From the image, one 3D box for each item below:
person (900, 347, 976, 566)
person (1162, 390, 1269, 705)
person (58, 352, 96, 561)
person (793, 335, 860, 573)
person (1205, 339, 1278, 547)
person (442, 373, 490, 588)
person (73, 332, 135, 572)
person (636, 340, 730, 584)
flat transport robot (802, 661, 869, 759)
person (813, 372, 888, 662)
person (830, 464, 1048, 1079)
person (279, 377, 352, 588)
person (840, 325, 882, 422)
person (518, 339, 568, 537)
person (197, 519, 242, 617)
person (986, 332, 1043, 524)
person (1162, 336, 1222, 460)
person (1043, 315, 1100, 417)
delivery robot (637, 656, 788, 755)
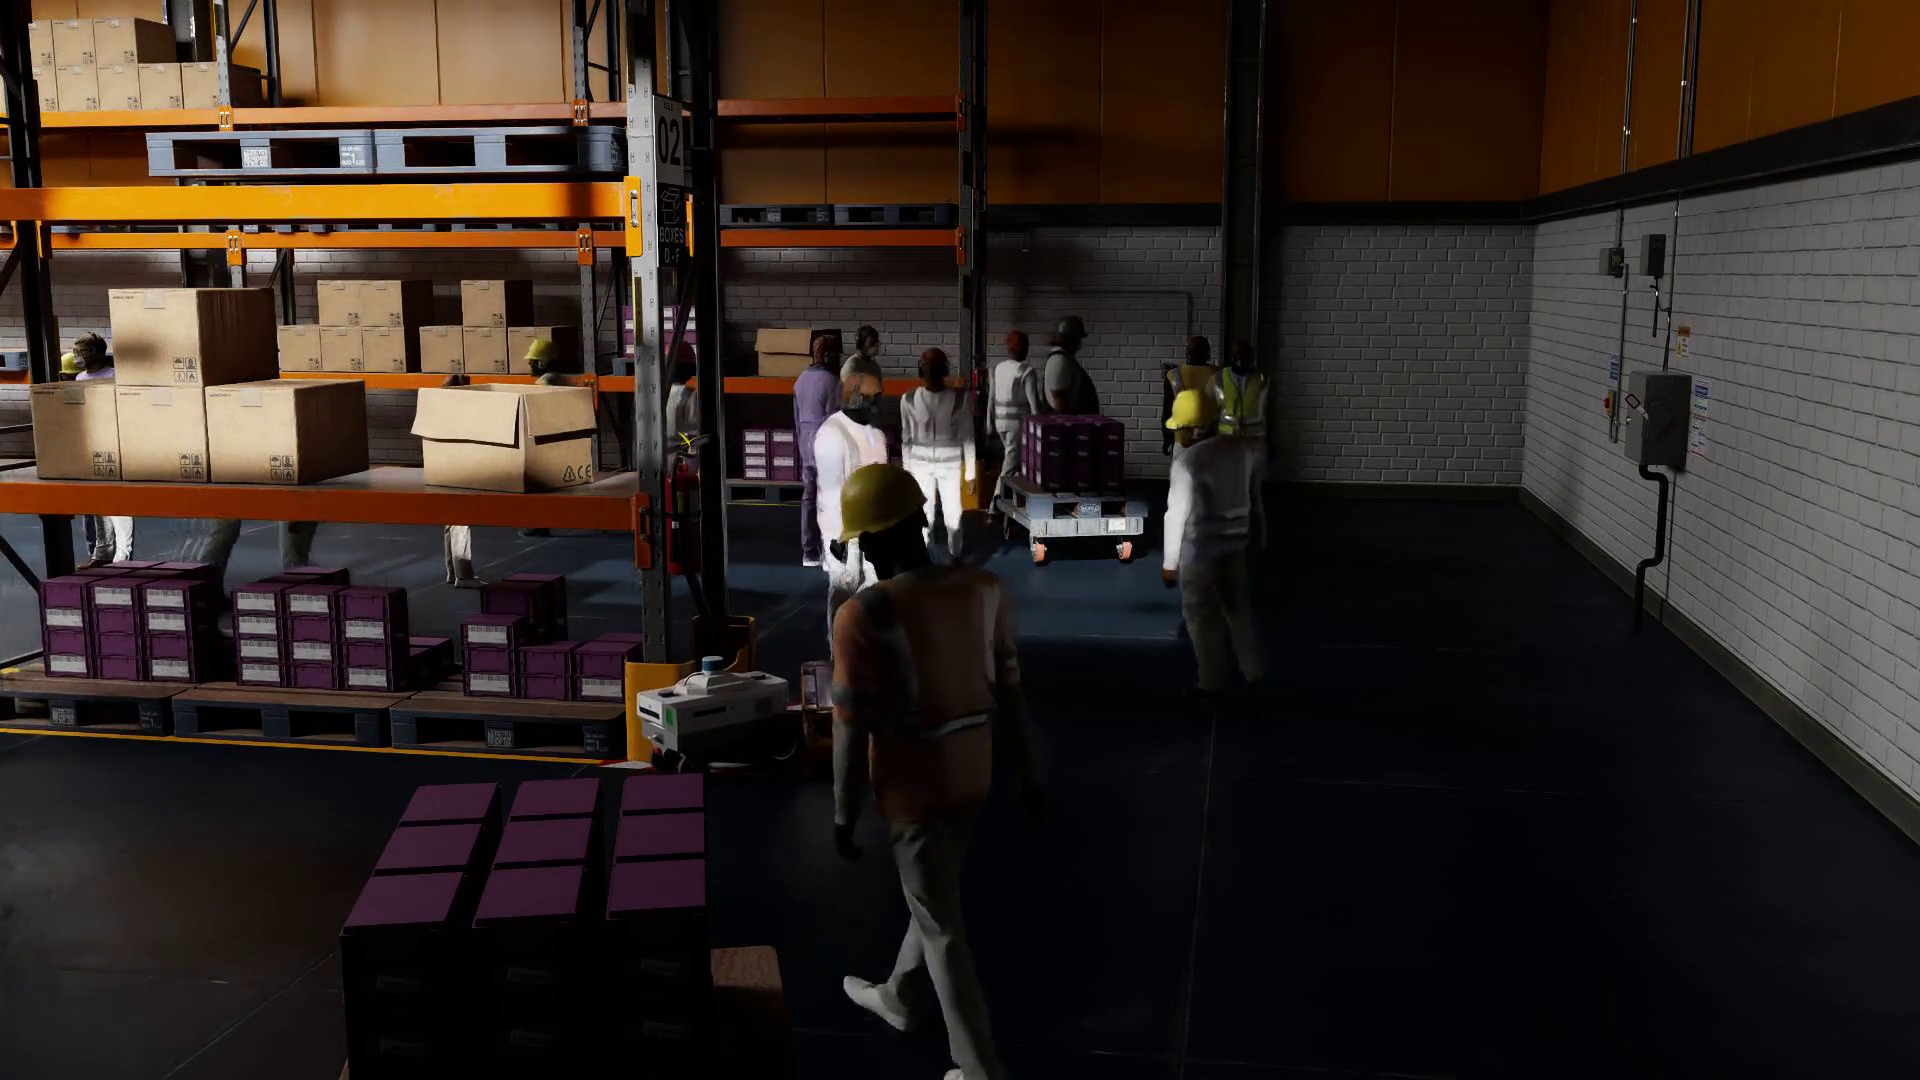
[{"bbox_3d":[-0.156,-0.533,12.582,0.581,1.857,0.763,1,9,7],"label":"person"},{"bbox_3d":[1.407,0.050,9.223,0.704,1.770,0.418,-6,11,-32],"label":"person"},{"bbox_3d":[-7.158,-0.635,13.480,0.314,1.768,0.522,7,12,38],"label":"person"},{"bbox_3d":[-1.070,-0.695,13.411,0.399,1.908,0.643,-6,11,-35],"label":"person"},{"bbox_3d":[2.438,-0.835,14.531,0.666,1.819,0.638,2,9,9],"label":"person"},{"bbox_3d":[-3.821,-0.449,12.713,0.307,1.640,0.519,-5,10,-28],"label":"person"},{"bbox_3d":[-6.809,-0.674,13.180,0.632,1.940,0.372,6,11,34],"label":"person"},{"bbox_3d":[-2.171,-0.591,12.832,0.559,1.891,1.013,7,11,37],"label":"person"},{"bbox_3d":[-0.503,0.866,8.755,0.652,0.197,1.431,-2,9,-6],"label":"flat transport robot"},{"bbox_3d":[-0.629,-0.084,9.878,0.436,1.821,0.648,5,10,29],"label":"person"},{"bbox_3d":[-0.132,0.699,4.893,0.670,1.860,0.896,-8,12,-39],"label":"person"},{"bbox_3d":[-4.314,-0.219,11.029,0.594,1.725,0.491,0,9,0],"label":"person"},{"bbox_3d":[-0.875,-0.966,15.000,0.353,1.936,0.633,3,10,18],"label":"person"},{"bbox_3d":[-3.677,-0.918,15.081,0.639,1.814,0.604,1,9,3],"label":"person"},{"bbox_3d":[-5.212,-0.423,11.757,0.472,1.896,0.660,-2,9,-12],"label":"person"},{"bbox_3d":[0.565,-1.082,16.056,0.910,1.834,0.590,-8,12,-41],"label":"person"},{"bbox_3d":[2.115,-0.901,14.890,0.636,1.842,0.429,0,9,1],"label":"person"},{"bbox_3d":[0.987,-1.131,15.701,0.768,2.000,0.691,0,9,2],"label":"person"},{"bbox_3d":[-1.189,0.803,8.010,0.707,0.478,0.477,-7,12,-39],"label":"delivery robot"}]
